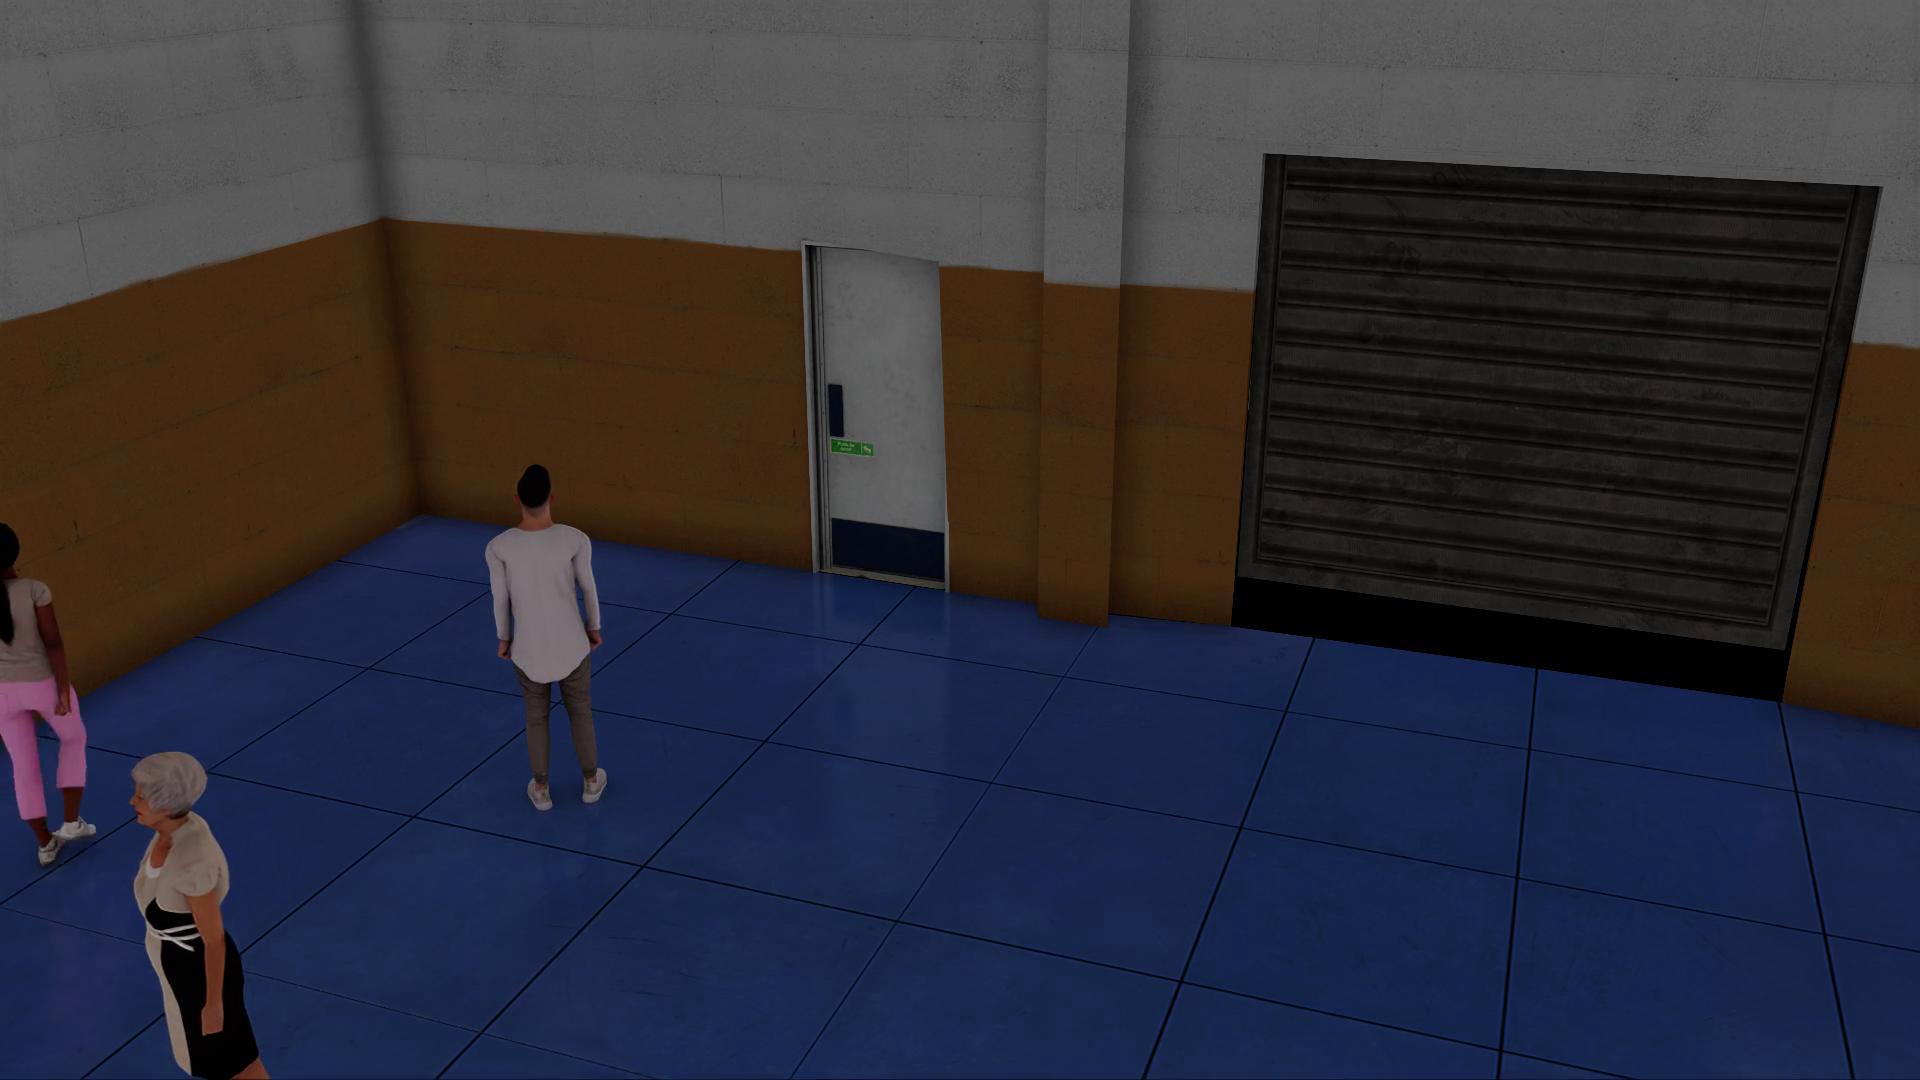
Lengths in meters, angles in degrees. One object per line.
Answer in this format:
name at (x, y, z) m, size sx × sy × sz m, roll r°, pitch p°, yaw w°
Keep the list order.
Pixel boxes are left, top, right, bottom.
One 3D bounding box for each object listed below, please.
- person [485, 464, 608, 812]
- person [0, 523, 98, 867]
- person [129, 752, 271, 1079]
person at (-2.058, 0.487, 8.341) m, size 0.706 × 1.840 × 0.815 m, roll -5°, pitch 23°, yaw -13°
person at (-4.407, 0.762, 7.804) m, size 0.691 × 1.730 × 0.769 m, roll -5°, pitch 22°, yaw -13°
person at (-2.647, 1.529, 5.863) m, size 0.759 × 1.755 × 0.669 m, roll -13°, pitch 25°, yaw -30°
